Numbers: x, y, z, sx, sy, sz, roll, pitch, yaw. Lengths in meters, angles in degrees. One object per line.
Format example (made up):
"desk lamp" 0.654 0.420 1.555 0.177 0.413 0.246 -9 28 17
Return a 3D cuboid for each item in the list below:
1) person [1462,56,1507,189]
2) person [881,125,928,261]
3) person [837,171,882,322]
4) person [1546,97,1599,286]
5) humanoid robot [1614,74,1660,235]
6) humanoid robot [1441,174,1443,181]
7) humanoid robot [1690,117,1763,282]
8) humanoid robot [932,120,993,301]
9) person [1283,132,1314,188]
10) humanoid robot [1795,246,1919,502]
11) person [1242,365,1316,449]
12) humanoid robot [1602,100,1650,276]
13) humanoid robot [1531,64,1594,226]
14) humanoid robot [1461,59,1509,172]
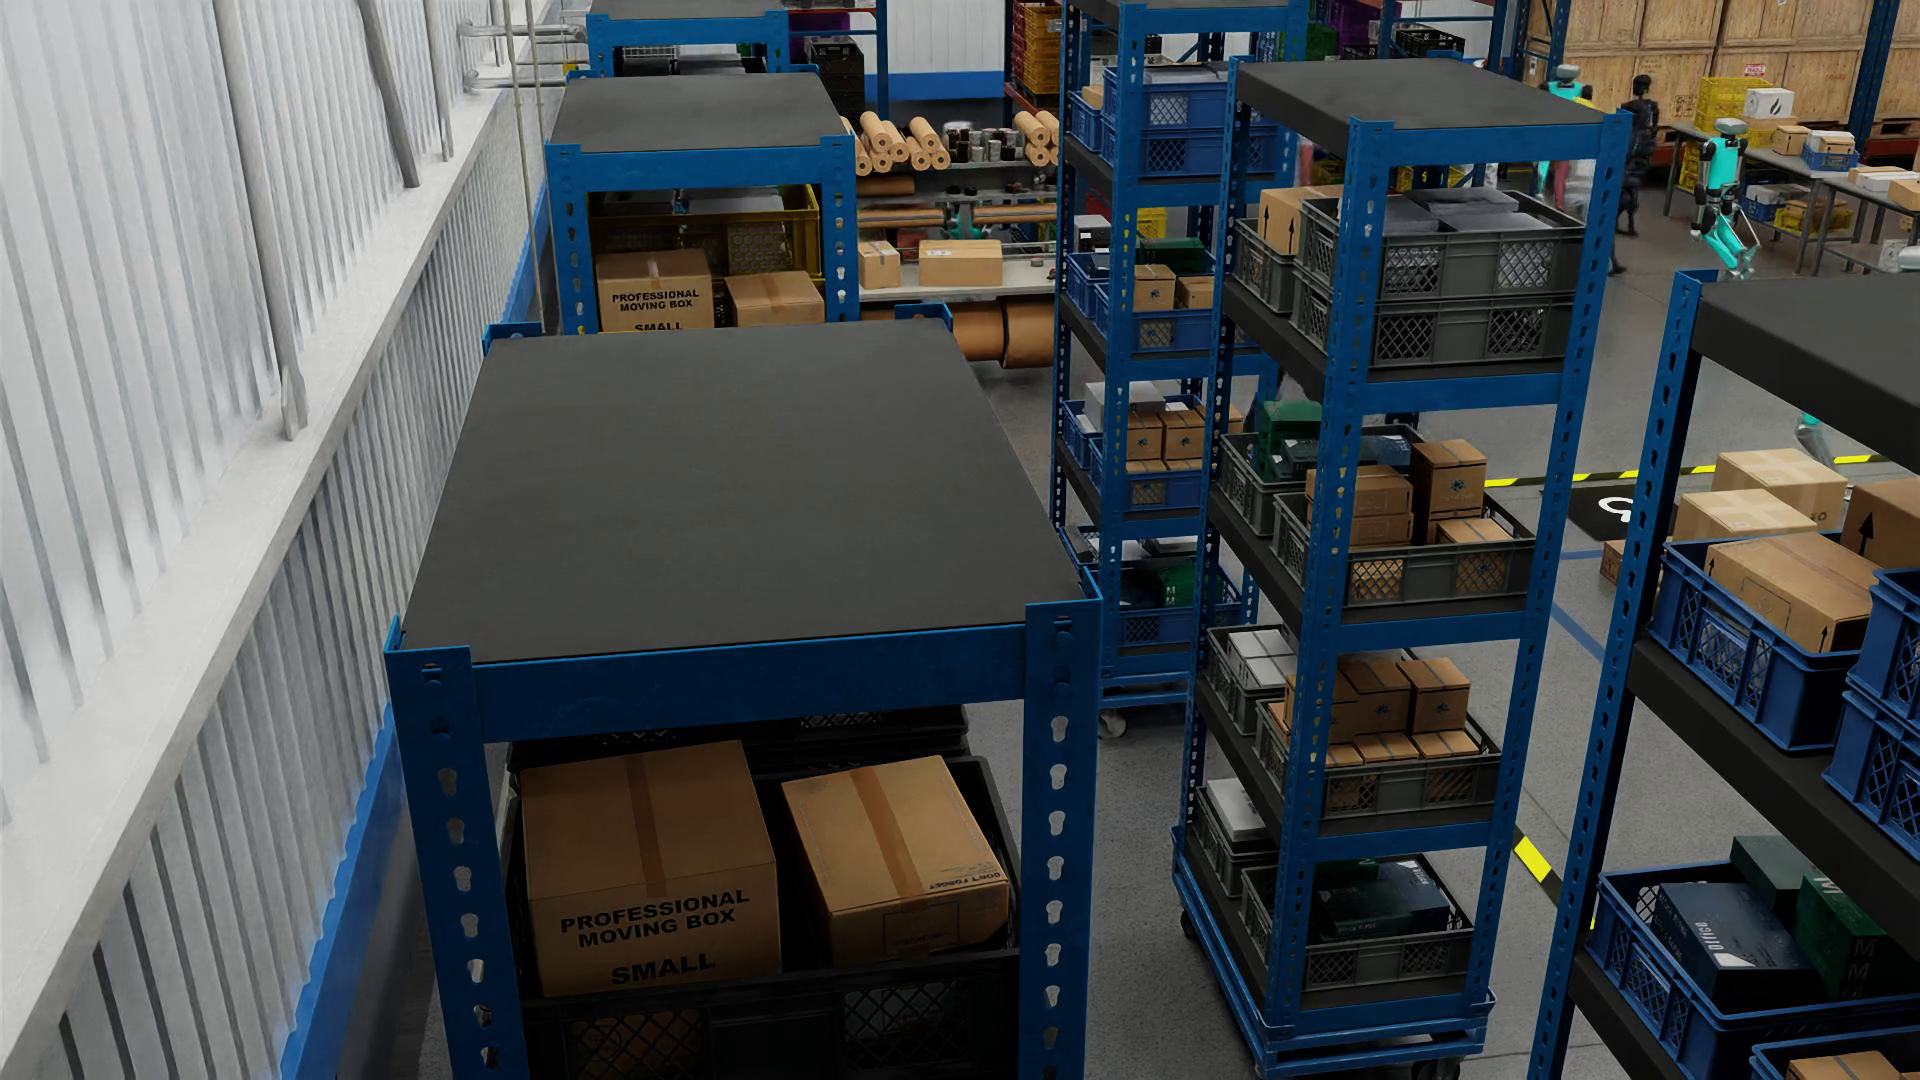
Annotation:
"person" 5.385 -4.036 17.142 0.583 1.879 0.337 4 25 8
"person" -0.428 -2.338 13.351 0.373 1.966 0.603 10 27 21
"person" -0.831 -2.373 13.642 0.875 1.796 0.624 -13 28 -26
"person" 5.767 -3.211 15.479 0.601 1.772 0.961 -2 25 -4
"humanoid robot" 6.986 -3.988 17.286 0.612 1.646 0.328 -10 27 -21
"humanoid robot" 5.220 -4.535 18.238 0.533 1.677 0.735 12 27 24
"humanoid robot" 6.712 -2.770 14.437 0.530 1.693 0.707 -14 28 -28
"humanoid robot" 0.109 -2.885 14.888 0.564 1.837 0.887 8 26 17
"person" 3.157 -3.427 15.699 0.357 2.001 0.789 -10 27 -21
"humanoid robot" 5.774 -1.102 10.777 0.735 1.677 0.533 14 28 28
"person" 2.223 -1.352 11.398 0.989 1.796 0.614 -5 25 -10
"humanoid robot" 6.331 -3.381 16.025 0.617 1.643 0.686 -4 25 -9
"humanoid robot" 6.097 -3.889 17.114 0.533 1.887 0.782 11 27 23
"humanoid robot" 5.568 -4.340 17.969 0.568 1.750 0.857 4 25 9
